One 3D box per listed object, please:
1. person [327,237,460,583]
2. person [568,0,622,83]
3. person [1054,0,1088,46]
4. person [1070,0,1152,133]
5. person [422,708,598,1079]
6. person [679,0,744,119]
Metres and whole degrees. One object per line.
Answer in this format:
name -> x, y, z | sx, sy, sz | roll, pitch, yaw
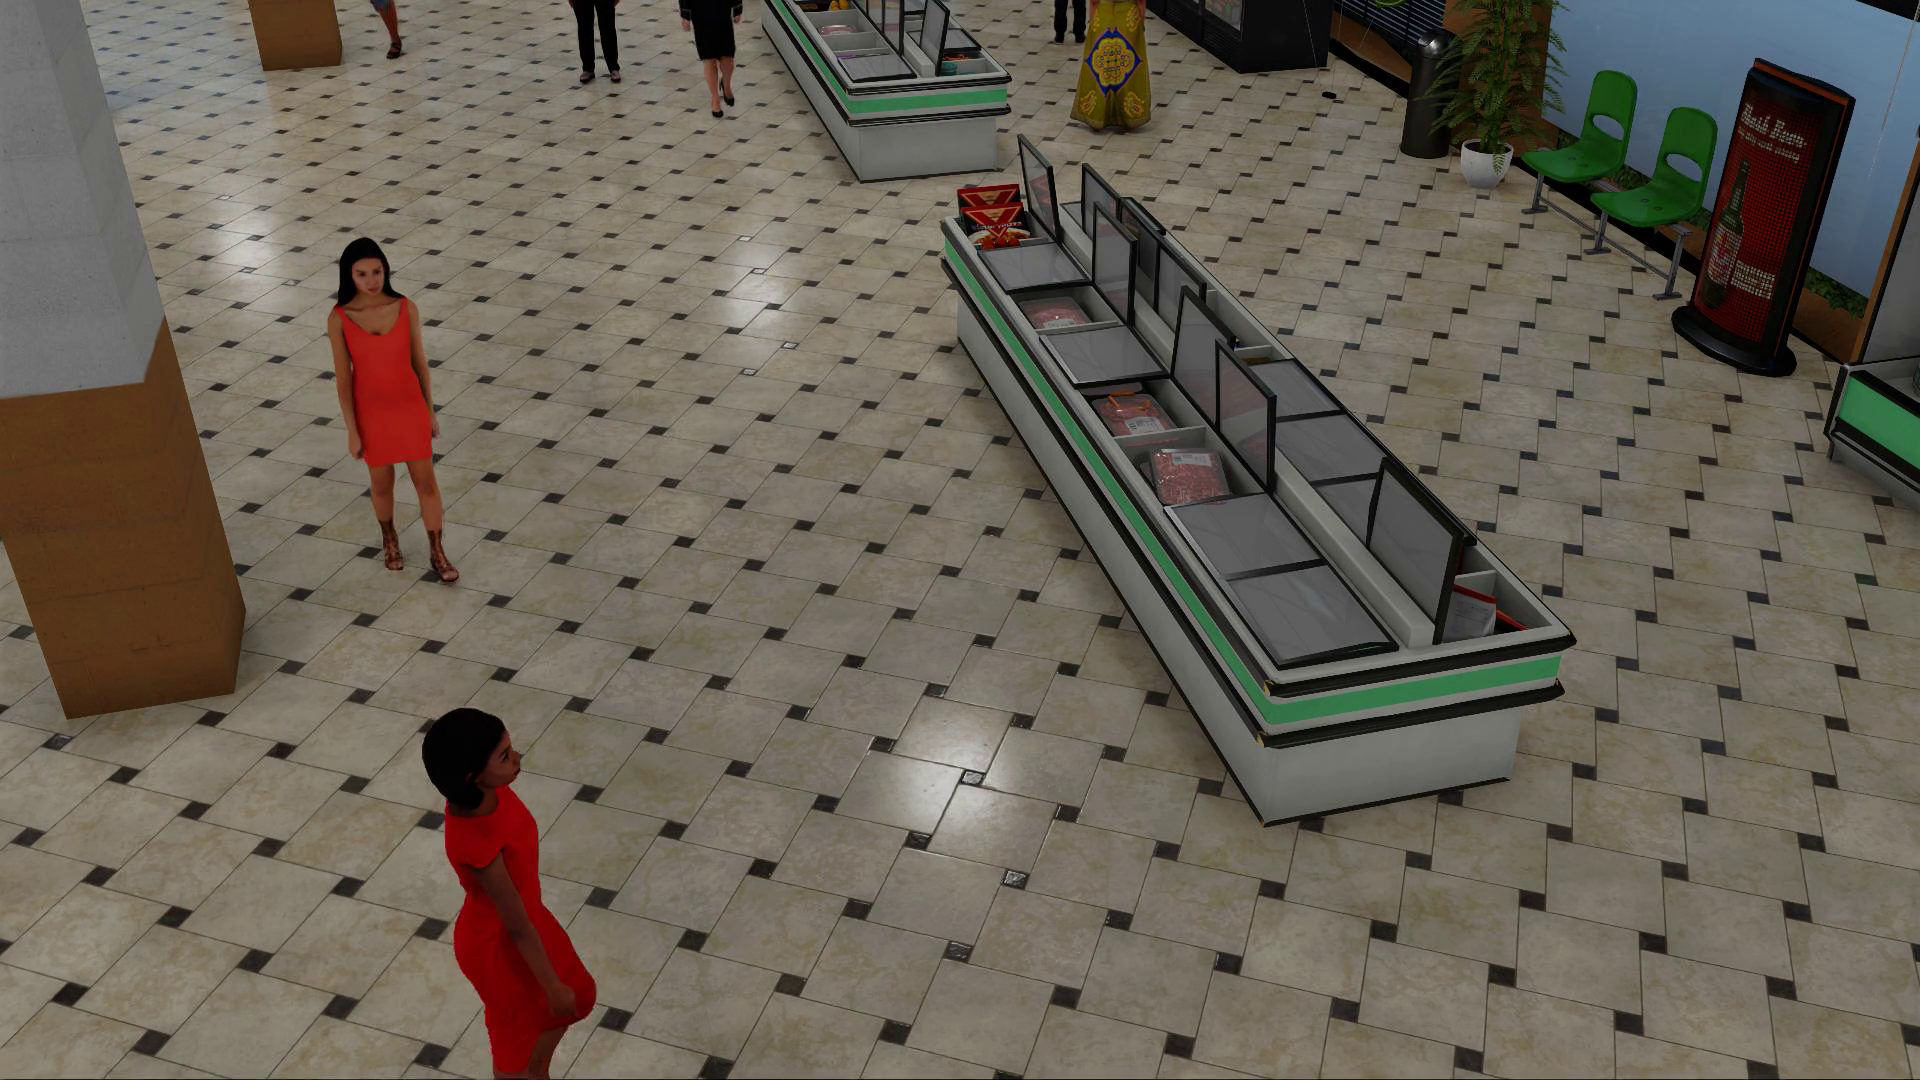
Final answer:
person -> -2.737, -0.619, 7.934 | 0.688, 1.723, 0.800 | -16, 35, -24
person -> -3.314, -4.965, 15.019 | 0.667, 1.617, 0.654 | -4, 32, -6
person -> 1.069, -5.545, 16.108 | 0.642, 1.452, 0.629 | 4, 32, 6
person -> 1.286, -4.226, 13.793 | 0.932, 1.657, 0.881 | 0, 32, 0
person -> -1.422, 1.236, 4.945 | 0.661, 1.733, 0.573 | -5, 32, -7
person -> -2.123, -4.462, 14.164 | 0.705, 1.665, 0.654 | -6, 32, -10
